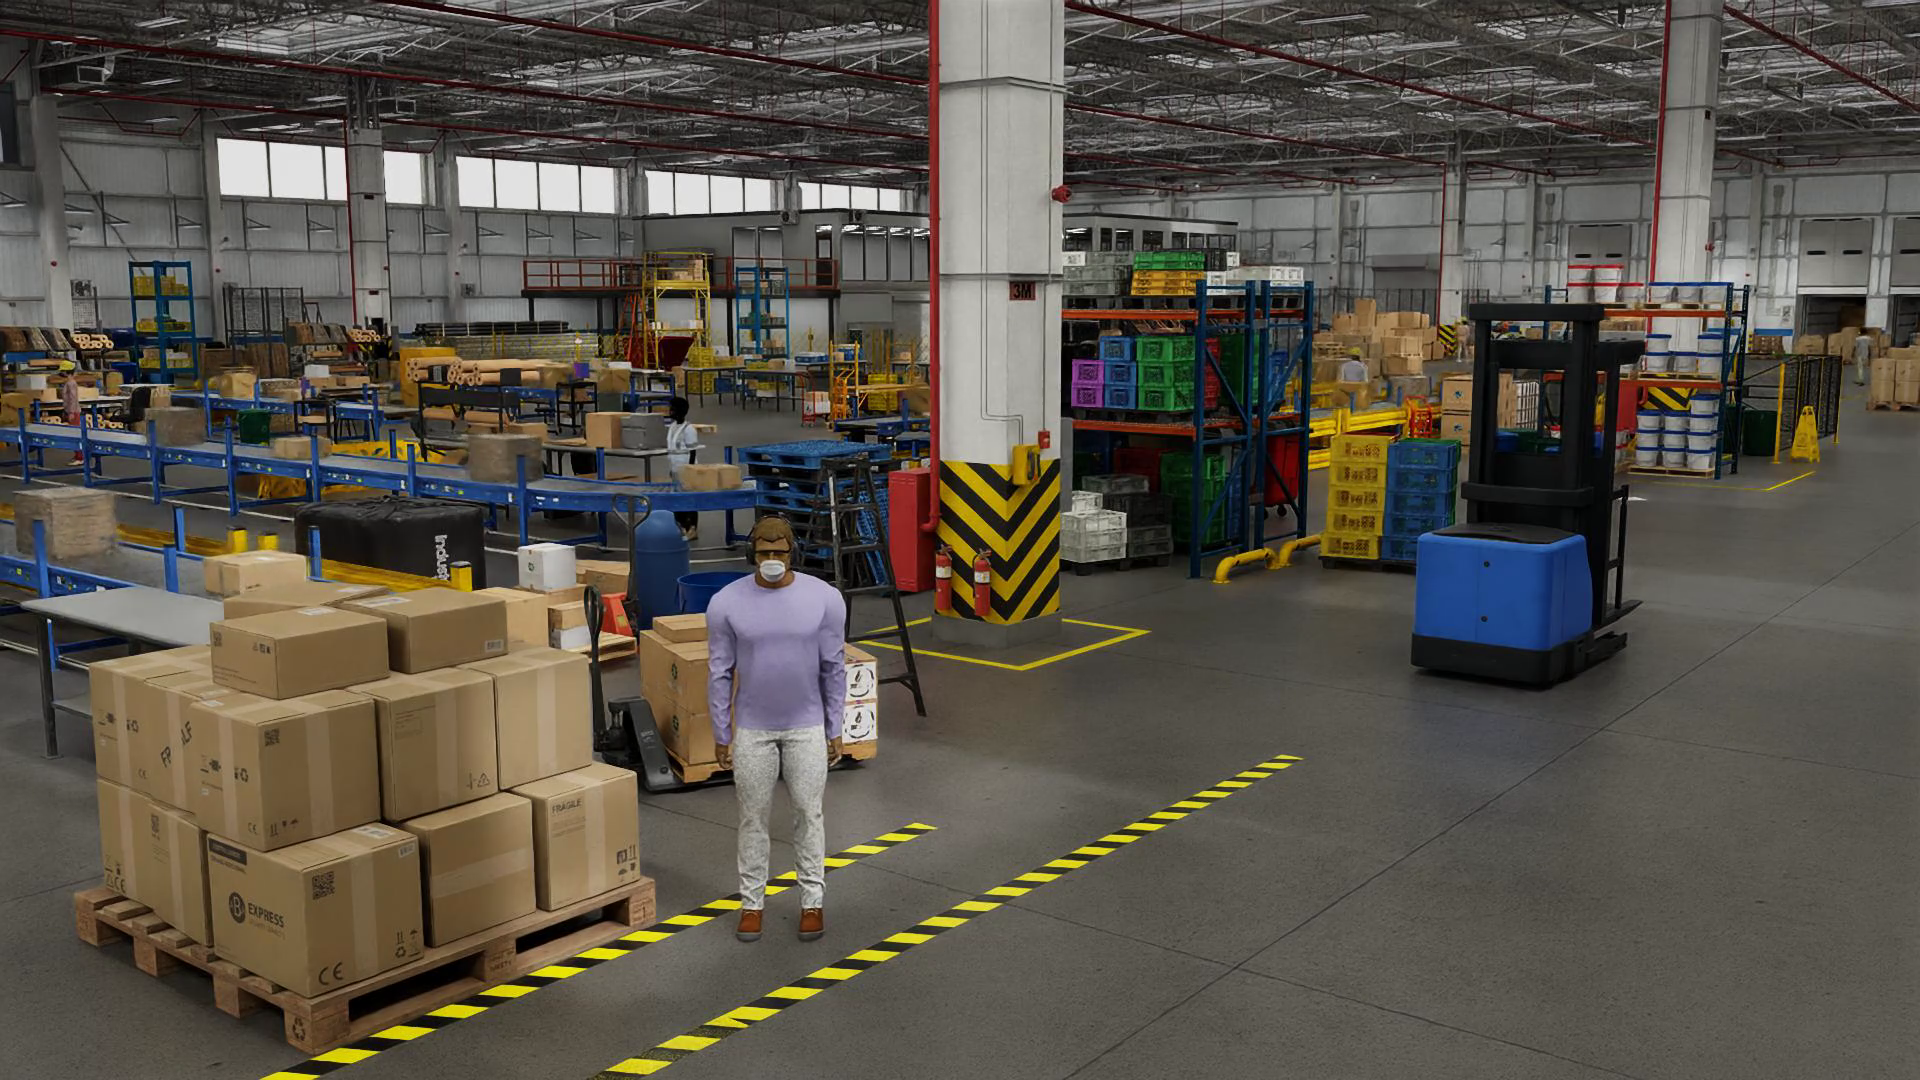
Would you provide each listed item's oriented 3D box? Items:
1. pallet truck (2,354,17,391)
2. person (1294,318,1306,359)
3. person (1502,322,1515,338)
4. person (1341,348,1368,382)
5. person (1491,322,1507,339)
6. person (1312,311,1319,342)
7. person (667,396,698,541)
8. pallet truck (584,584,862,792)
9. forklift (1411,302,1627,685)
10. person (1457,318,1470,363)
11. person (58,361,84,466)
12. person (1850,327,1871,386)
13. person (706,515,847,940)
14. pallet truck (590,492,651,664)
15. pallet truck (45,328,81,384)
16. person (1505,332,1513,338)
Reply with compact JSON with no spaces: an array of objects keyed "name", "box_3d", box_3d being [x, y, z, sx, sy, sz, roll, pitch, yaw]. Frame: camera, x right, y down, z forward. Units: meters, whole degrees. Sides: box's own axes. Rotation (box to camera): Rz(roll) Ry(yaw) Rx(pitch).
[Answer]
[{"name":"pallet truck","box_3d":[-24.881,-4.417,42.634,1.885,1.965,0.823,8,11,41]},{"name":"person","box_3d":[14.967,-8.896,73.177,0.573,1.887,0.976,6,10,34]},{"name":"person","box_3d":[16.955,-5.780,51.835,0.614,1.993,0.395,7,11,41]},{"name":"person","box_3d":[8.090,-3.017,33.887,0.621,1.787,0.903,6,11,37]},{"name":"person","box_3d":[16.039,-5.460,49.524,0.538,2.000,0.690,-7,11,-41]},{"name":"person","box_3d":[18.416,-10.888,86.262,0.613,1.995,0.391,8,11,42]},{"name":"person","box_3d":[-3.250,-0.834,19.480,0.322,1.699,0.536,-6,11,-37]},{"name":"pallet truck","box_3d":[-1.426,0.805,10.019,1.601,1.201,0.680,-4,9,-26]},{"name":"forklift","box_3d":[4.379,-0.438,12.852,1.129,2.768,1.873,7,11,37]},{"name":"person","box_3d":[21.108,-8.370,69.675,0.606,1.874,0.962,7,11,38]},{"name":"person","box_3d":[-14.969,-2.131,28.004,0.310,1.769,0.522,-5,10,-32]},{"name":"person","box_3d":[28.218,-5.747,52.184,0.546,1.821,0.904,0,8,-3]},{"name":"person","box_3d":[-0.815,0.840,7.449,0.623,1.932,0.367,-1,8,-7]},{"name":"pallet truck","box_3d":[-3.115,0.344,12.883,0.653,1.274,1.630,7,11,37]},{"name":"pallet truck","box_3d":[-23.775,-4.544,43.495,1.885,1.965,0.823,6,10,35]},{"name":"person","box_3d":[16.171,-5.295,49.387,0.550,1.754,0.536,3,9,22]}]
